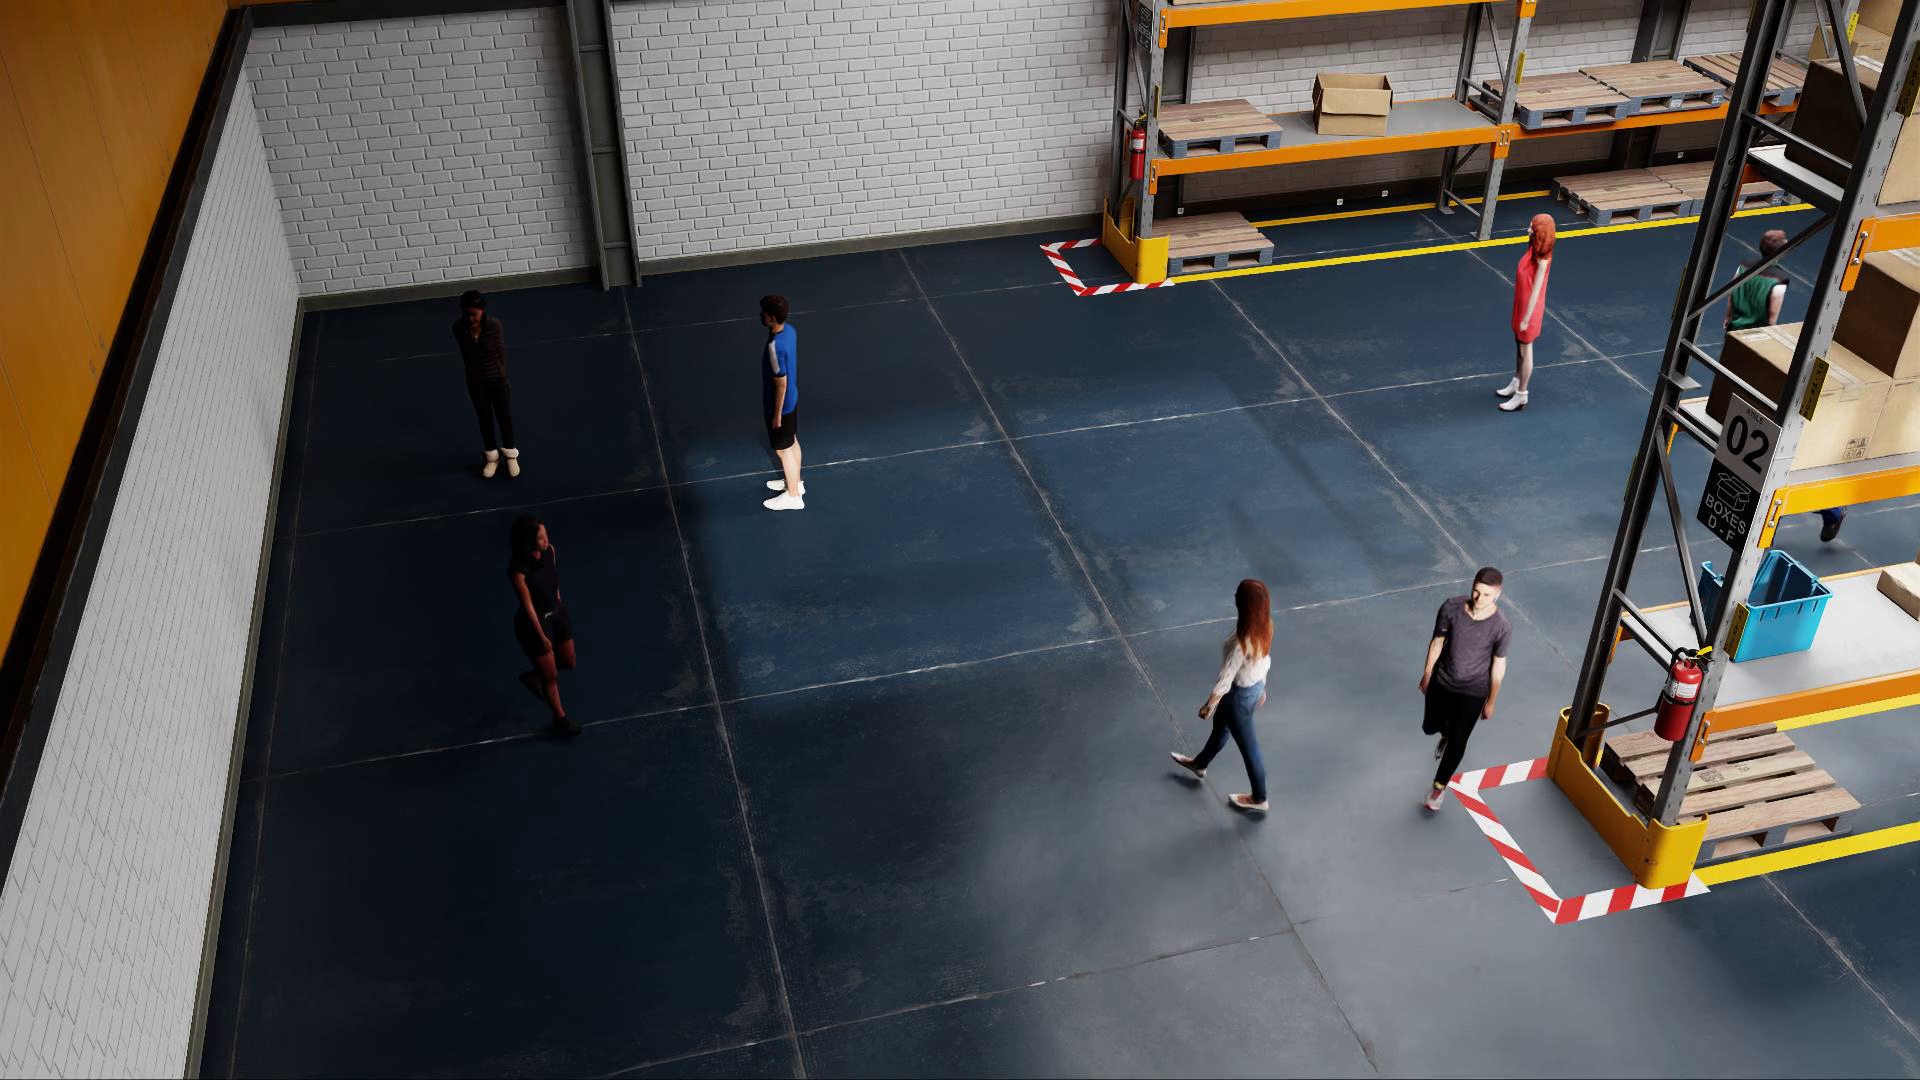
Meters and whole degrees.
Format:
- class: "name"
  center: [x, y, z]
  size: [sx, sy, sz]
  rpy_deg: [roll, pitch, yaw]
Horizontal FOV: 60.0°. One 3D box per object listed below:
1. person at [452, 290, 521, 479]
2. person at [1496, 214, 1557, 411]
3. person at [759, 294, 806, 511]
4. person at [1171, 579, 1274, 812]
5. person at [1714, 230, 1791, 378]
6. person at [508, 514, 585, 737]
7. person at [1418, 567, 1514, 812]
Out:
- class: "person"
  center: [-3.944, -1.340, 13.879]
  size: [0.578, 1.660, 0.650]
  rpy_deg: [-26, 41, -33]
- class: "person"
  center: [5.056, -2.030, 14.770]
  size: [0.637, 1.824, 0.651]
  rpy_deg: [5, 34, 7]
- class: "person"
  center: [-1.434, -1.118, 13.360]
  size: [0.668, 1.866, 0.720]
  rpy_deg: [0, 34, 0]
- class: "person"
  center: [1.833, 1.006, 10.311]
  size: [1.027, 1.705, 0.984]
  rpy_deg: [18, 38, 25]
- class: "person"
  center: [6.865, -1.822, 14.442]
  size: [0.640, 1.841, 0.683]
  rpy_deg: [-17, 37, -23]
- class: "person"
  center: [-2.822, 0.563, 10.959]
  size: [0.910, 1.724, 0.833]
  rpy_deg: [14, 36, 19]
- class: "person"
  center: [3.178, 0.873, 10.469]
  size: [0.936, 1.750, 1.020]
  rpy_deg: [22, 39, 29]
